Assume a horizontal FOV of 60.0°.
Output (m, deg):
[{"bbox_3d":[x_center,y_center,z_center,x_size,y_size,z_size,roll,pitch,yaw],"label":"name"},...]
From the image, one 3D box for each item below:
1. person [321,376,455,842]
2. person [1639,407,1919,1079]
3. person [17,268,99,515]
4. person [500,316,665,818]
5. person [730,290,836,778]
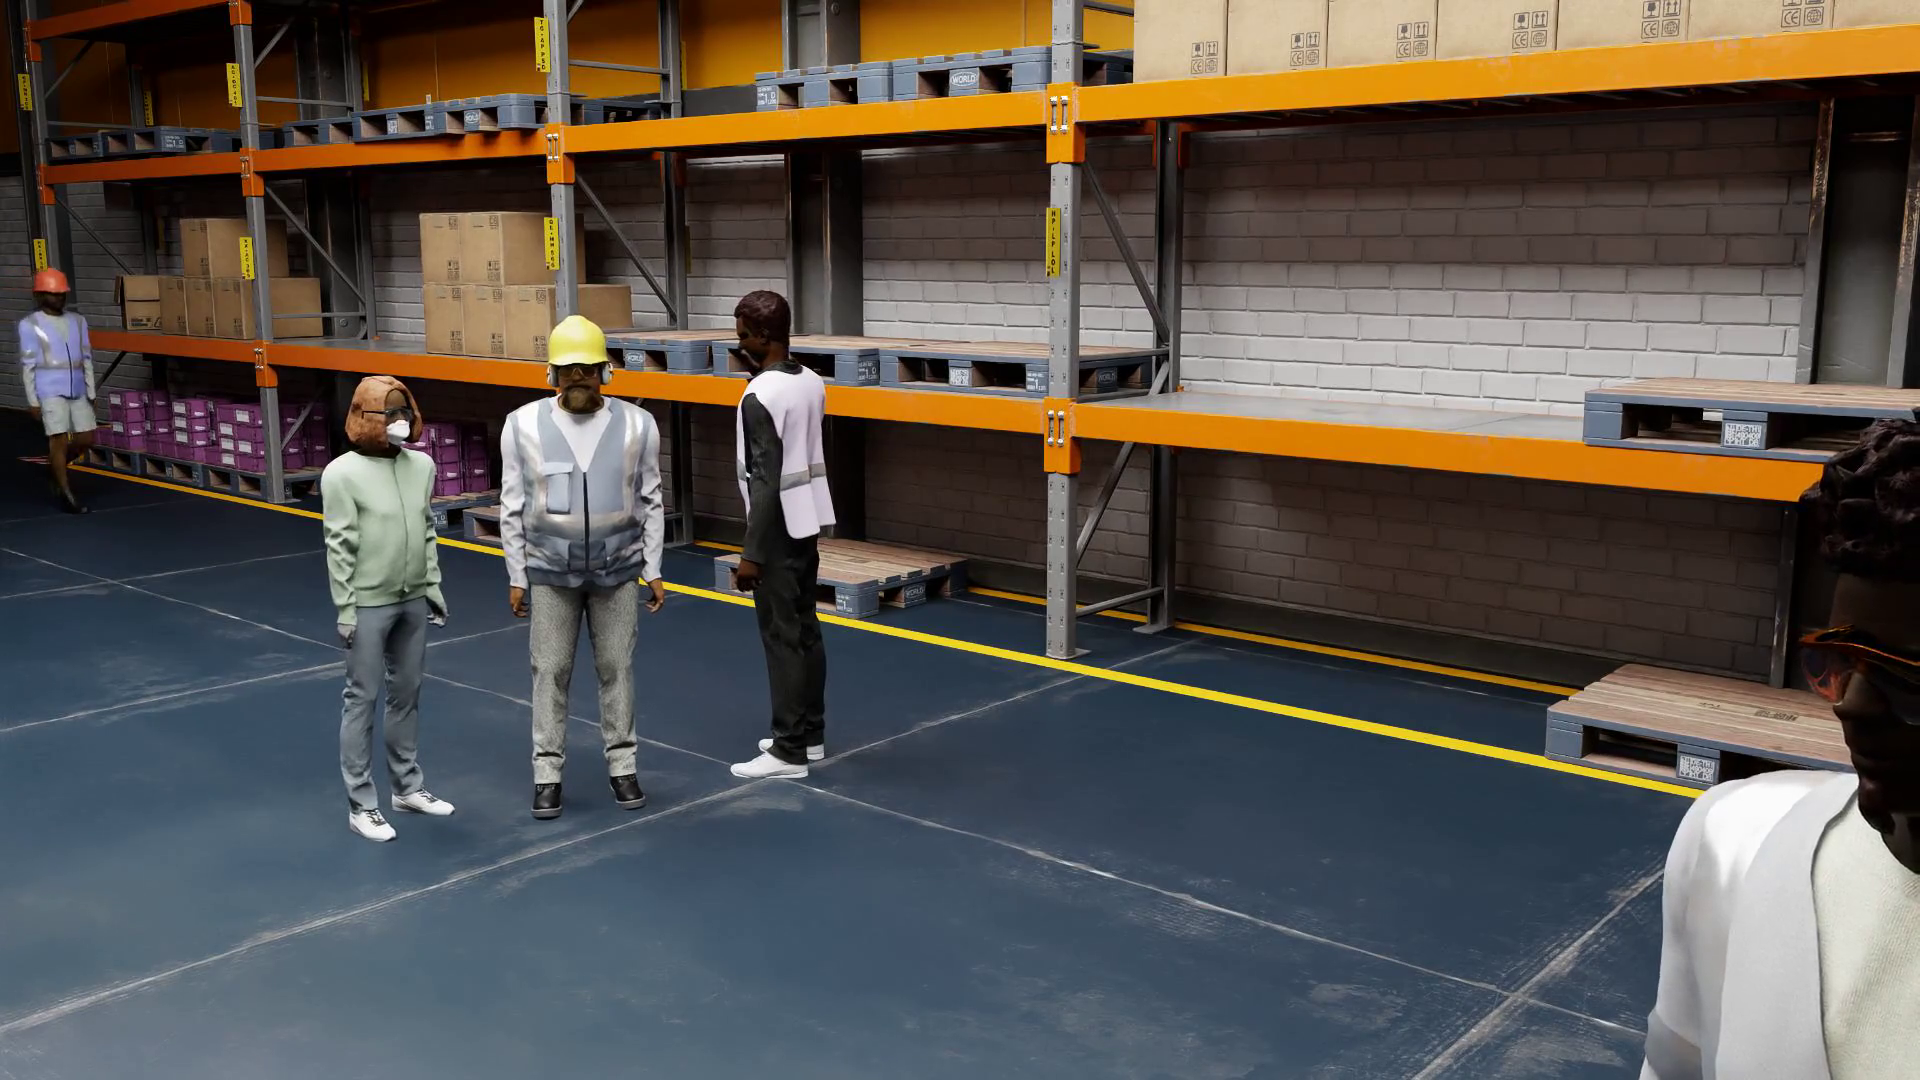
[{"bbox_3d":[-2.030,0.230,5.927,0.285,1.633,0.501,5,11,27],"label":"person"},{"bbox_3d":[0.800,0.856,1.417,0.361,1.964,0.618,-5,11,-28],"label":"person"},{"bbox_3d":[-7.089,-1.167,13.042,0.589,1.925,0.552,6,11,29],"label":"person"},{"bbox_3d":[-1.373,0.099,6.104,0.591,1.834,0.404,-3,10,-16],"label":"person"},{"bbox_3d":[-0.698,-0.016,6.533,0.391,1.915,0.587,3,10,15],"label":"person"}]
